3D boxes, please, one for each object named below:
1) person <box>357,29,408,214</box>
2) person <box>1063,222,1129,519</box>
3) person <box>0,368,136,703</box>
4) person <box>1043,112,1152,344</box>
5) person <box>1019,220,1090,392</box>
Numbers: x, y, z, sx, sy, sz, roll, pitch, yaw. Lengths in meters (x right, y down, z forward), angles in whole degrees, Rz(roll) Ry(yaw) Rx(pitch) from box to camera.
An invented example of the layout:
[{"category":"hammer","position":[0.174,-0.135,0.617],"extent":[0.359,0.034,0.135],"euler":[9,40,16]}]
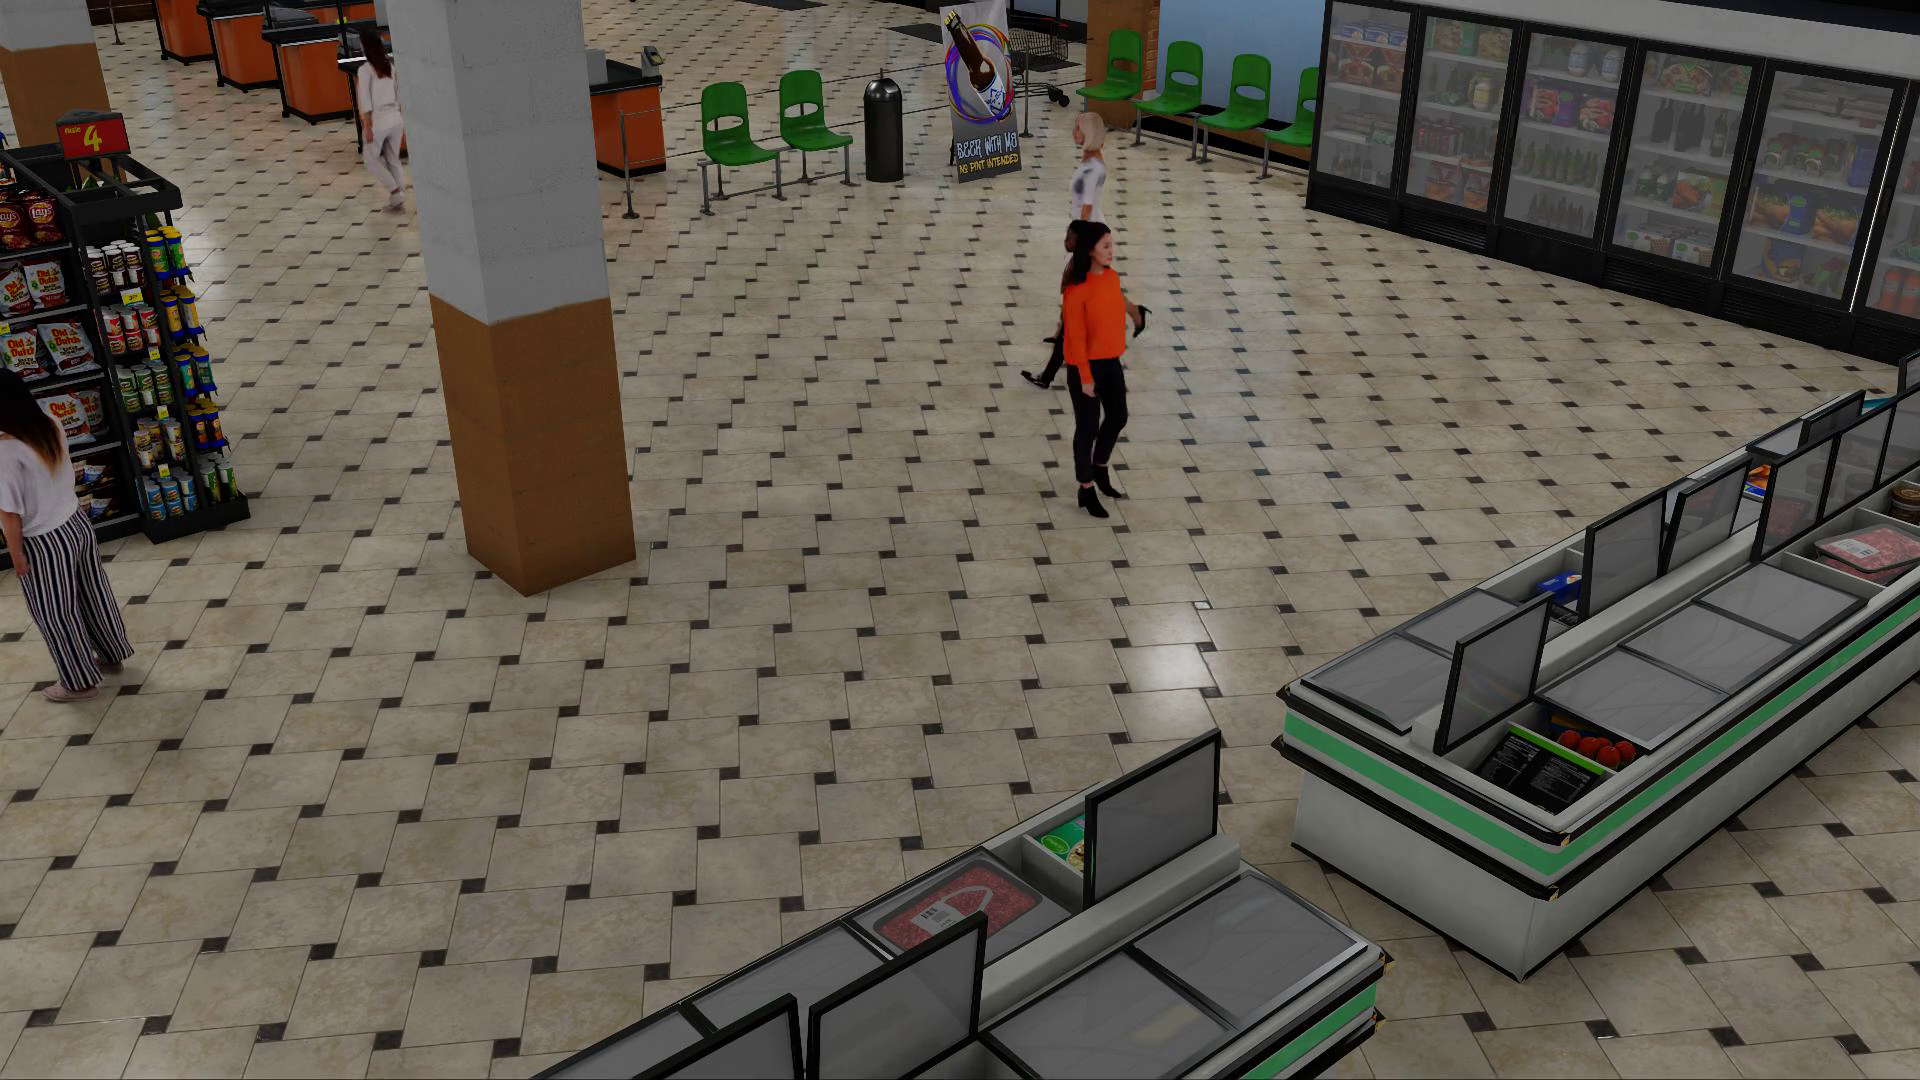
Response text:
[{"category":"person","position":[-5.275,-3.839,15.369],"extent":[0.785,1.677,0.686],"euler":[12,29,22]},{"category":"person","position":[0.731,-1.003,9.700],"extent":[0.719,1.746,0.566],"euler":[22,34,37]},{"category":"person","position":[-4.303,-0.031,7.857],"extent":[0.842,1.680,0.779],"euler":[3,27,5]},{"category":"person","position":[1.016,-2.222,12.129],"extent":[1.102,1.723,0.952],"euler":[-2,27,-4]},{"category":"person","position":[0.898,-1.561,11.382],"extent":[0.895,1.221,0.877],"euler":[4,27,9]}]
